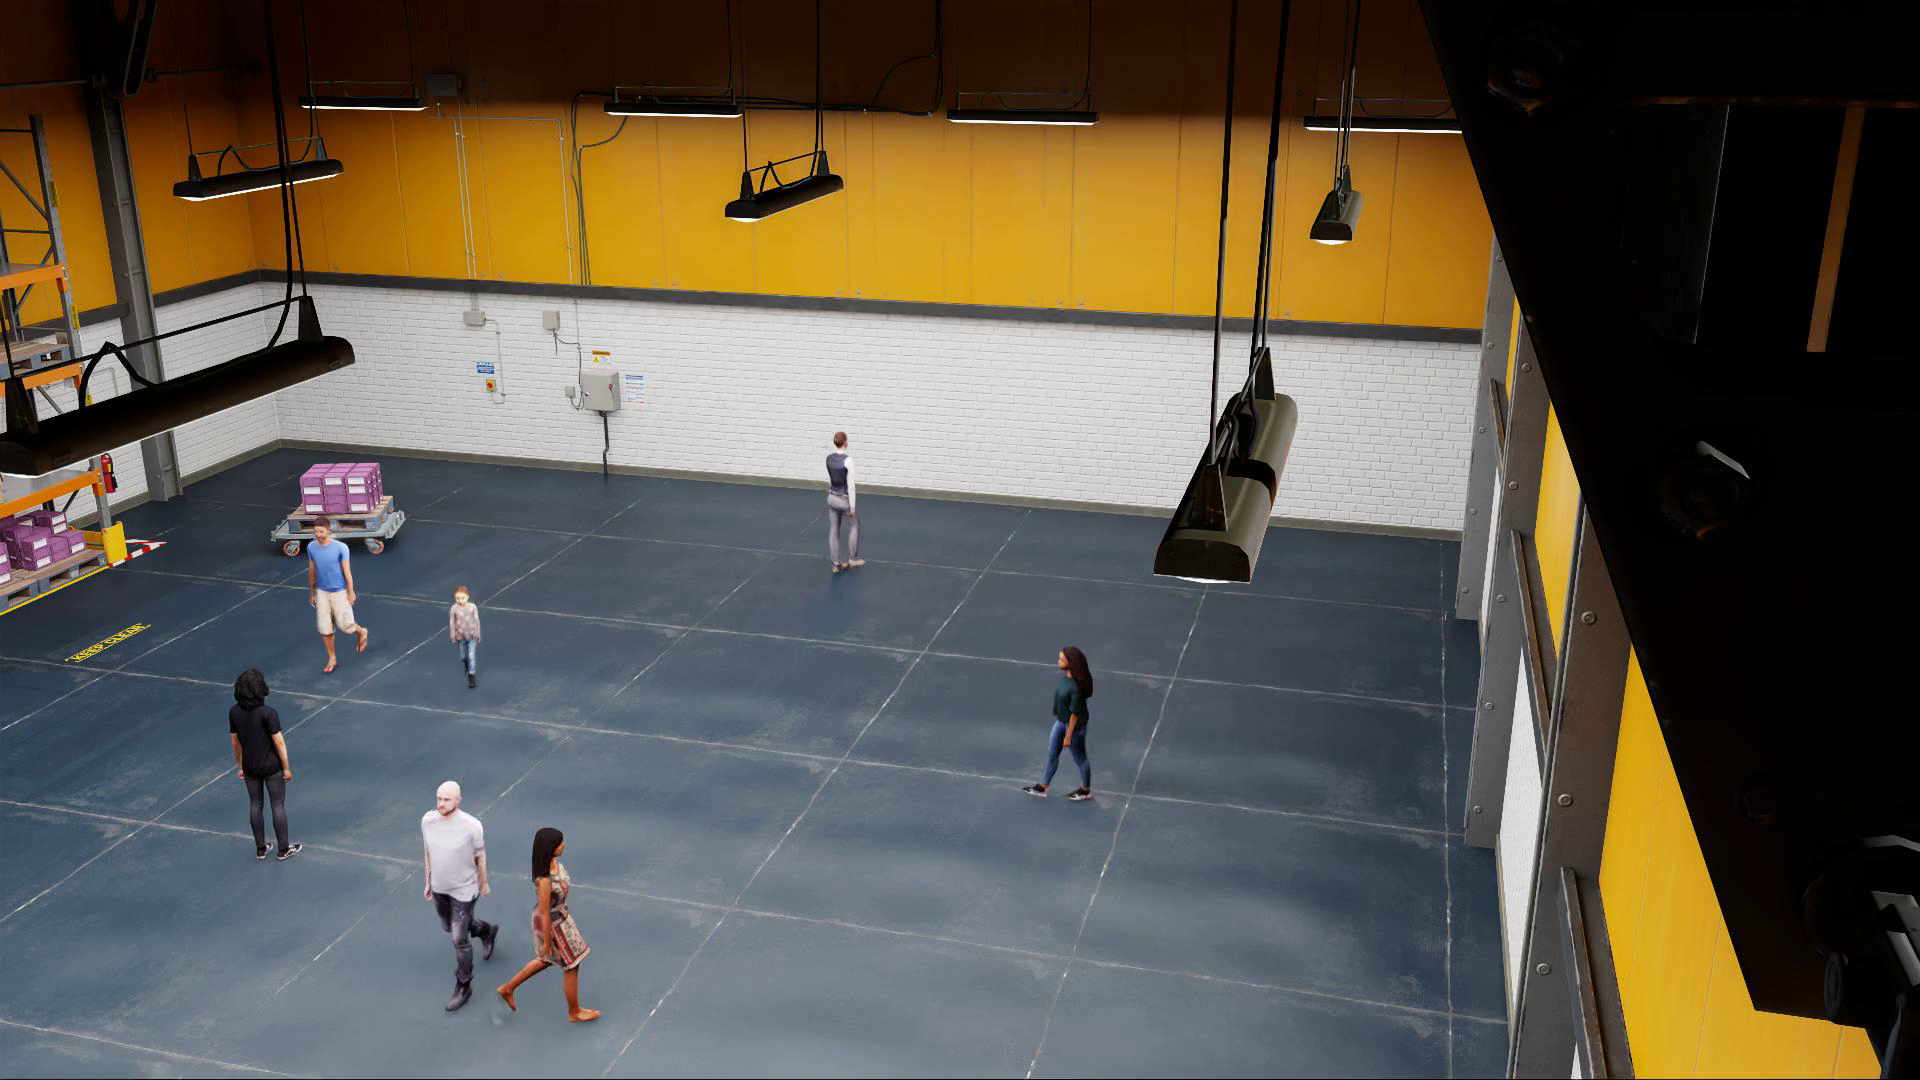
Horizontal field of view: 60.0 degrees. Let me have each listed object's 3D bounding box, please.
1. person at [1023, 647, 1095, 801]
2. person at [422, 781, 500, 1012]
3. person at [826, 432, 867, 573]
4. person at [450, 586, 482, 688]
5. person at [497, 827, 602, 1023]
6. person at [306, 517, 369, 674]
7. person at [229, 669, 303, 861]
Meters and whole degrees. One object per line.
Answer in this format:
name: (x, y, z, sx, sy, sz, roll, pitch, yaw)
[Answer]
person: (1.160, 1.788, 16.049, 0.904, 1.598, 0.944, -4, 19, -12)
person: (-3.902, 2.687, 13.049, 0.718, 1.809, 1.124, 7, 20, 19)
person: (-1.650, -0.491, 22.308, 0.839, 1.922, 0.900, 14, 23, 36)
person: (-5.588, 1.063, 18.850, 0.663, 1.183, 0.798, -3, 19, -10)
person: (-3.178, 2.936, 12.603, 0.976, 1.621, 1.037, -3, 19, -9)
person: (-7.222, 0.576, 19.268, 0.730, 1.840, 0.959, 3, 19, 9)
person: (-6.302, 2.018, 14.996, 0.667, 1.835, 0.561, 2, 19, 7)
